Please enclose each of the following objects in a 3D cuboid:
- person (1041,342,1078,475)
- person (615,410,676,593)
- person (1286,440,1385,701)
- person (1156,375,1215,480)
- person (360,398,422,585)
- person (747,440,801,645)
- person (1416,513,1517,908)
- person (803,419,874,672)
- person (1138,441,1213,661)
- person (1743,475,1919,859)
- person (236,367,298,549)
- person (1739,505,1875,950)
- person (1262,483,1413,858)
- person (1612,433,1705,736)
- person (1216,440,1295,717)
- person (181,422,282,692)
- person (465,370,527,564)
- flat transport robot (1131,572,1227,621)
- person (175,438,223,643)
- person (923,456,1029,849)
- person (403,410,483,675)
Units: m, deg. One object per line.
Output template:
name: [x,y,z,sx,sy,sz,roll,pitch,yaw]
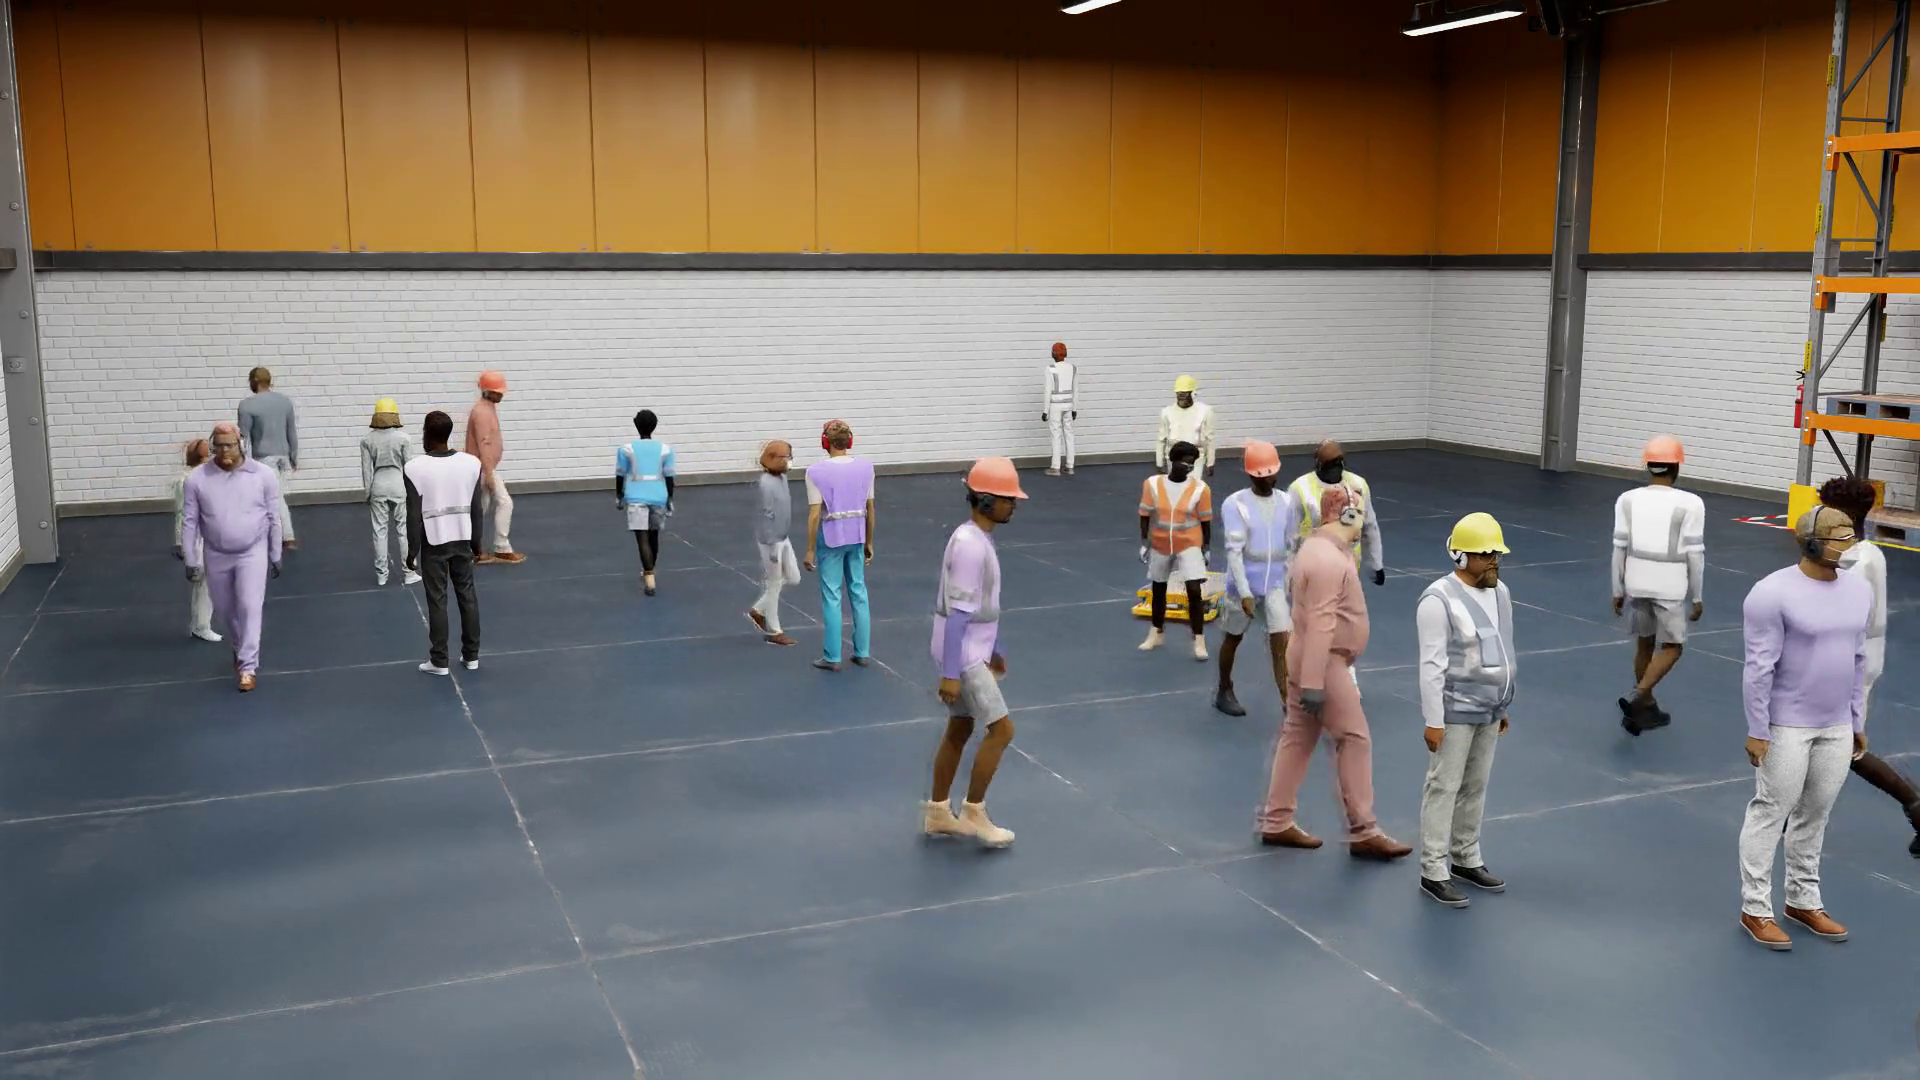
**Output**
person: [1.418,-1.854,23.555,0.583,1.880,0.337,-6,11,-31]
person: [-2.864,-0.363,15.229,0.530,1.650,0.898,-5,10,-25]
person: [2.577,0.176,11.600,0.694,1.784,0.939,-3,10,-19]
person: [2.359,-0.838,17.596,0.625,1.813,0.533,4,10,24]
person: [-5.300,-0.449,15.488,0.483,1.735,0.311,-1,9,-5]
person: [-1.451,0.023,12.982,0.388,1.624,0.512,2,10,13]
person: [2.373,0.777,7.760,0.600,1.831,0.404,-8,12,-39]
person: [-0.868,0.043,12.168,0.571,1.843,0.373,-6,11,-34]
person: [1.640,0.075,12.549,0.612,1.664,0.588,3,10,19]
person: [4.504,0.640,8.316,0.879,1.936,0.602,6,11,34]
person: [-7.339,-0.859,17.449,0.905,1.898,0.648,4,10,22]
person: [3.689,0.808,7.254,0.633,1.940,0.368,-3,10,-17]
person: [1.939,0.656,8.374,0.866,1.868,0.669,1,9,7]
person: [4.339,0.295,10.424,0.724,1.923,0.555,-9,13,-42]
person: [1.914,0.293,10.618,0.547,1.867,1.067,-3,10,-19]
person: [-5.180,0.082,11.868,0.654,1.872,0.931,-3,10,-15]
person: [-4.611,-0.699,16.367,0.736,1.945,0.660,-1,9,-8]
flat transport robot: [2.031,0.458,14.414,0.652,0.197,1.431,4,10,25]
person: [-5.916,0.009,13.062,0.476,1.621,0.515,0,9,3]
person: [0.087,0.582,8.398,0.647,2.011,0.694,1,9,5]
person: [-3.736,0.021,12.081,0.590,1.922,0.392,-9,13,-42]
